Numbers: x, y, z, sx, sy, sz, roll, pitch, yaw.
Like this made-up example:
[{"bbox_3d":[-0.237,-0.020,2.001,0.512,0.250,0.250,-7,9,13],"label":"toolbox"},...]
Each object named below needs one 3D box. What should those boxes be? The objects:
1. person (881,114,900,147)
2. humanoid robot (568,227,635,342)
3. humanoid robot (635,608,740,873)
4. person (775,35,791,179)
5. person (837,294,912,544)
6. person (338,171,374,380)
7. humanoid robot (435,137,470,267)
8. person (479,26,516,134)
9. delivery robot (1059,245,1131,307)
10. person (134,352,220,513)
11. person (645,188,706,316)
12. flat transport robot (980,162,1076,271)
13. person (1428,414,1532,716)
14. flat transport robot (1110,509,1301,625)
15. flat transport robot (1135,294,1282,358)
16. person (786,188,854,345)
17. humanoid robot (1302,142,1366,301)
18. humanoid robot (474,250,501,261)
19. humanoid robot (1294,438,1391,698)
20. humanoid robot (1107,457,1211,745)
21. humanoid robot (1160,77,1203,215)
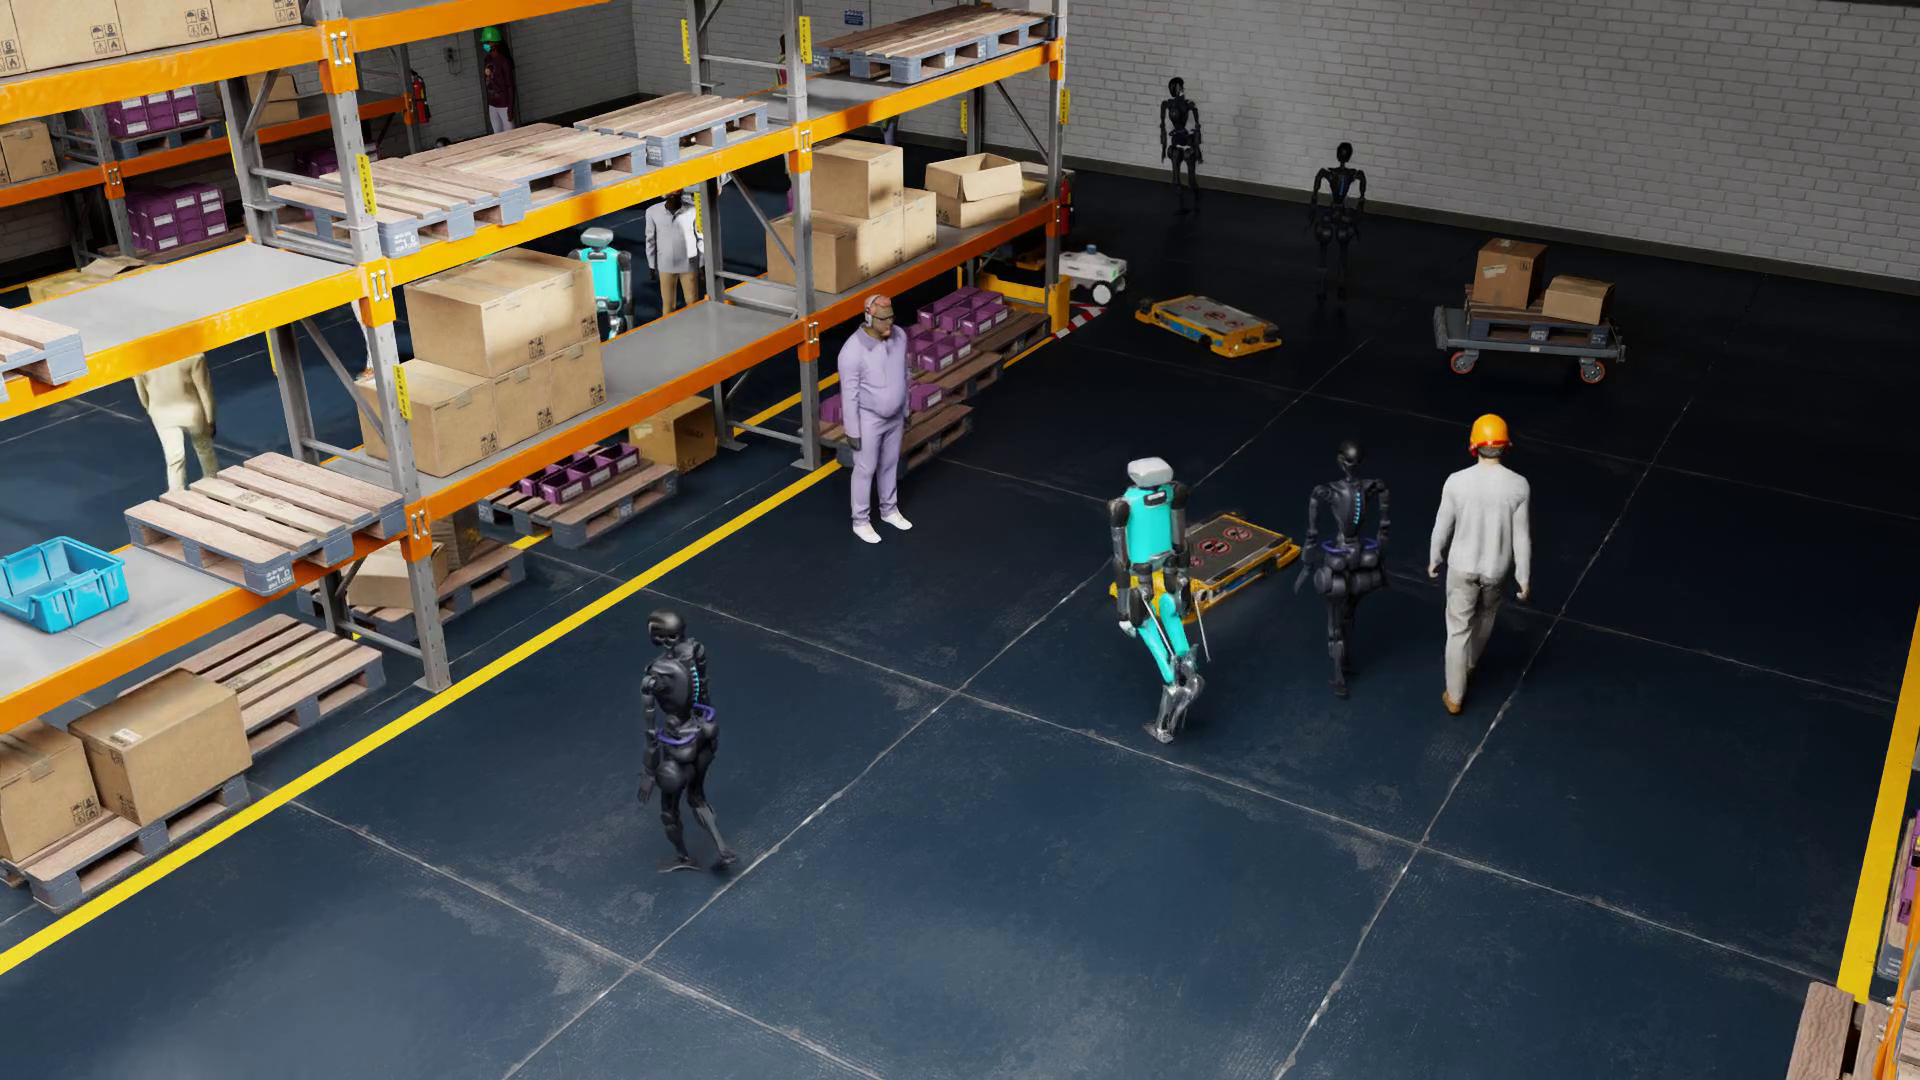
[{"bbox_3d":[-0.909,-5.354,21.236,0.289,1.635,0.499,3,27,7],"label":"person"},{"bbox_3d":[-2.998,-1.621,13.825,0.536,1.844,0.709,3,27,6],"label":"humanoid robot"},{"bbox_3d":[-1.406,1.065,8.573,0.501,1.640,0.610,11,29,20],"label":"humanoid robot"},{"bbox_3d":[-2.162,-5.614,21.521,0.429,1.846,0.627,-5,27,-9],"label":"person"},{"bbox_3d":[-0.588,-0.891,12.163,0.399,1.899,0.633,21,34,36],"label":"person"},{"bbox_3d":[-5.486,-2.439,15.223,0.387,1.898,0.800,6,27,11],"label":"person"},{"bbox_3d":[-5.308,-3.368,17.315,0.590,1.622,0.773,-3,27,-5],"label":"humanoid robot"},{"bbox_3d":[-5.890,-5.608,21.393,0.488,1.952,0.420,18,32,32],"label":"person"},{"bbox_3d":[1.384,-2.767,17.354,0.809,0.612,0.499,13,30,24],"label":"delivery robot"},{"bbox_3d":[-5.869,-0.960,12.499,0.554,1.706,0.893,-6,28,-12],"label":"person"},{"bbox_3d":[-2.667,-2.607,15.693,0.574,1.748,0.337,-2,27,-3],"label":"person"},{"bbox_3d":[0.500,-3.311,18.723,1.431,0.231,0.659,20,33,34],"label":"flat transport robot"},{"bbox_3d":[3.189,0.107,10.236,0.594,1.851,0.886,5,27,10],"label":"person"},{"bbox_3d":[1.767,0.175,11.853,0.659,0.231,1.431,23,35,37],"label":"flat transport robot"},{"bbox_3d":[2.438,-2.129,16.392,0.659,0.231,1.431,-17,32,-30],"label":"flat transport robot"},{"bbox_3d":[-1.388,-2.853,16.122,0.515,1.800,0.936,13,30,24],"label":"person"},{"bbox_3d":[3.828,-3.231,17.018,0.597,1.647,0.466,1,27,3],"label":"humanoid robot"},{"bbox_3d":[-3.839,-2.150,14.851,0.982,1.780,0.563,-21,34,-36],"label":"humanoid robot"},{"bbox_3d":[2.386,0.151,10.361,0.602,1.639,0.581,-5,27,-10],"label":"humanoid robot"},{"bbox_3d":[1.219,0.449,9.735,0.547,1.808,0.706,-15,31,-28],"label":"humanoid robot"},{"bbox_3d":[2.734,-4.769,20.060,0.623,1.622,0.547,21,34,36],"label":"humanoid robot"}]
